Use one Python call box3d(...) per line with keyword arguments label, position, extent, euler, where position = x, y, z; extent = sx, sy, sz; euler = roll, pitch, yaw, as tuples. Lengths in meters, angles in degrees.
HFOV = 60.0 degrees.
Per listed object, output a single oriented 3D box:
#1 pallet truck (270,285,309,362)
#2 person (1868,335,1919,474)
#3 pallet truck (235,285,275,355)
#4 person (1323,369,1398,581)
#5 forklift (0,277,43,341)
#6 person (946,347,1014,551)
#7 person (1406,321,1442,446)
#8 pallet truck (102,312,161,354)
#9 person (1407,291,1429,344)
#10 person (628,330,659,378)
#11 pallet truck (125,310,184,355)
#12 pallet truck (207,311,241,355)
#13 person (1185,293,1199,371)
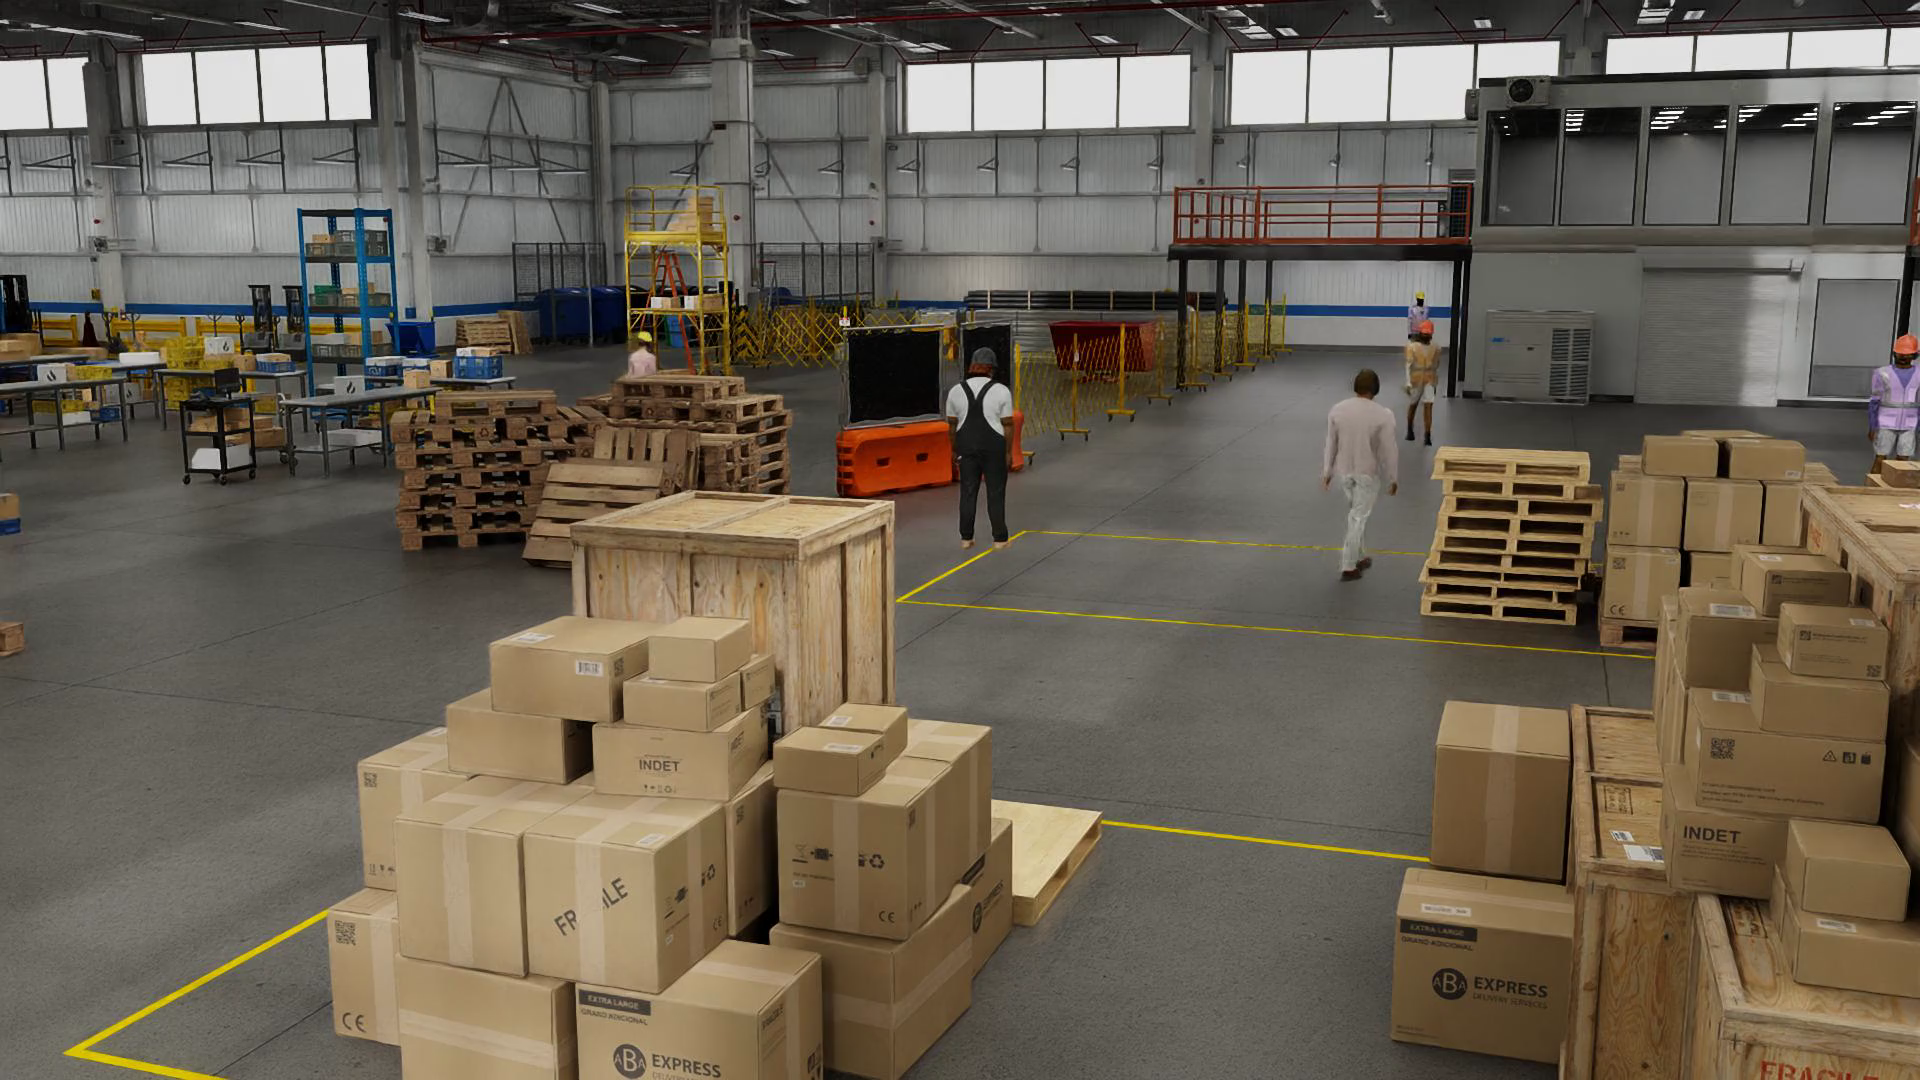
box3d(label="pallet truck", position=(-17.147, -5.700, 43.663), extent=(0.823, 1.965, 1.885), euler=(3, 11, 17))
box3d(label="person", position=(10.533, -1.282, 18.674), extent=(0.605, 2.037, 0.394), euler=(2, 10, 14))
box3d(label="pallet truck", position=(-18.327, -5.835, 44.421), extent=(0.823, 1.965, 1.885), euler=(4, 11, 23))
box3d(label="person", position=(3.721, -0.602, 15.182), extent=(0.661, 1.909, 0.853), euler=(9, 14, 42))
box3d(label="forklift", position=(-27.151, -6.329, 46.328), extent=(1.157, 1.987, 2.680), euler=(3, 11, 17))
box3d(label="person", position=(0.238, -0.915, 16.590), extent=(0.673, 2.000, 0.536), euler=(4, 11, 19))
box3d(label="person", position=(7.091, -2.420, 25.515), extent=(0.541, 1.897, 1.019), euler=(1, 10, 6))
box3d(label="pallet truck", position=(-23.057, -5.777, 46.261), extent=(0.680, 1.201, 1.601), euler=(3, 11, 19))
box3d(label="person", position=(11.038, -5.021, 40.033), extent=(0.594, 1.926, 0.367), euler=(-4, 11, -22))
box3d(label="person", position=(-4.765, -2.266, 25.001), extent=(0.531, 1.757, 0.447), euler=(6, 12, 31))
box3d(label="pallet truck", position=(-22.038, -5.665, 45.457), extent=(0.704, 1.261, 1.522), euler=(3, 11, 17))
box3d(label="pallet truck", position=(-19.537, -5.575, 44.913), extent=(0.653, 1.274, 1.630), euler=(3, 11, 19))
box3d(label="person", position=(5.526, -4.994, 40.015), extent=(0.348, 1.884, 0.581), euler=(-3, 10, -16))
